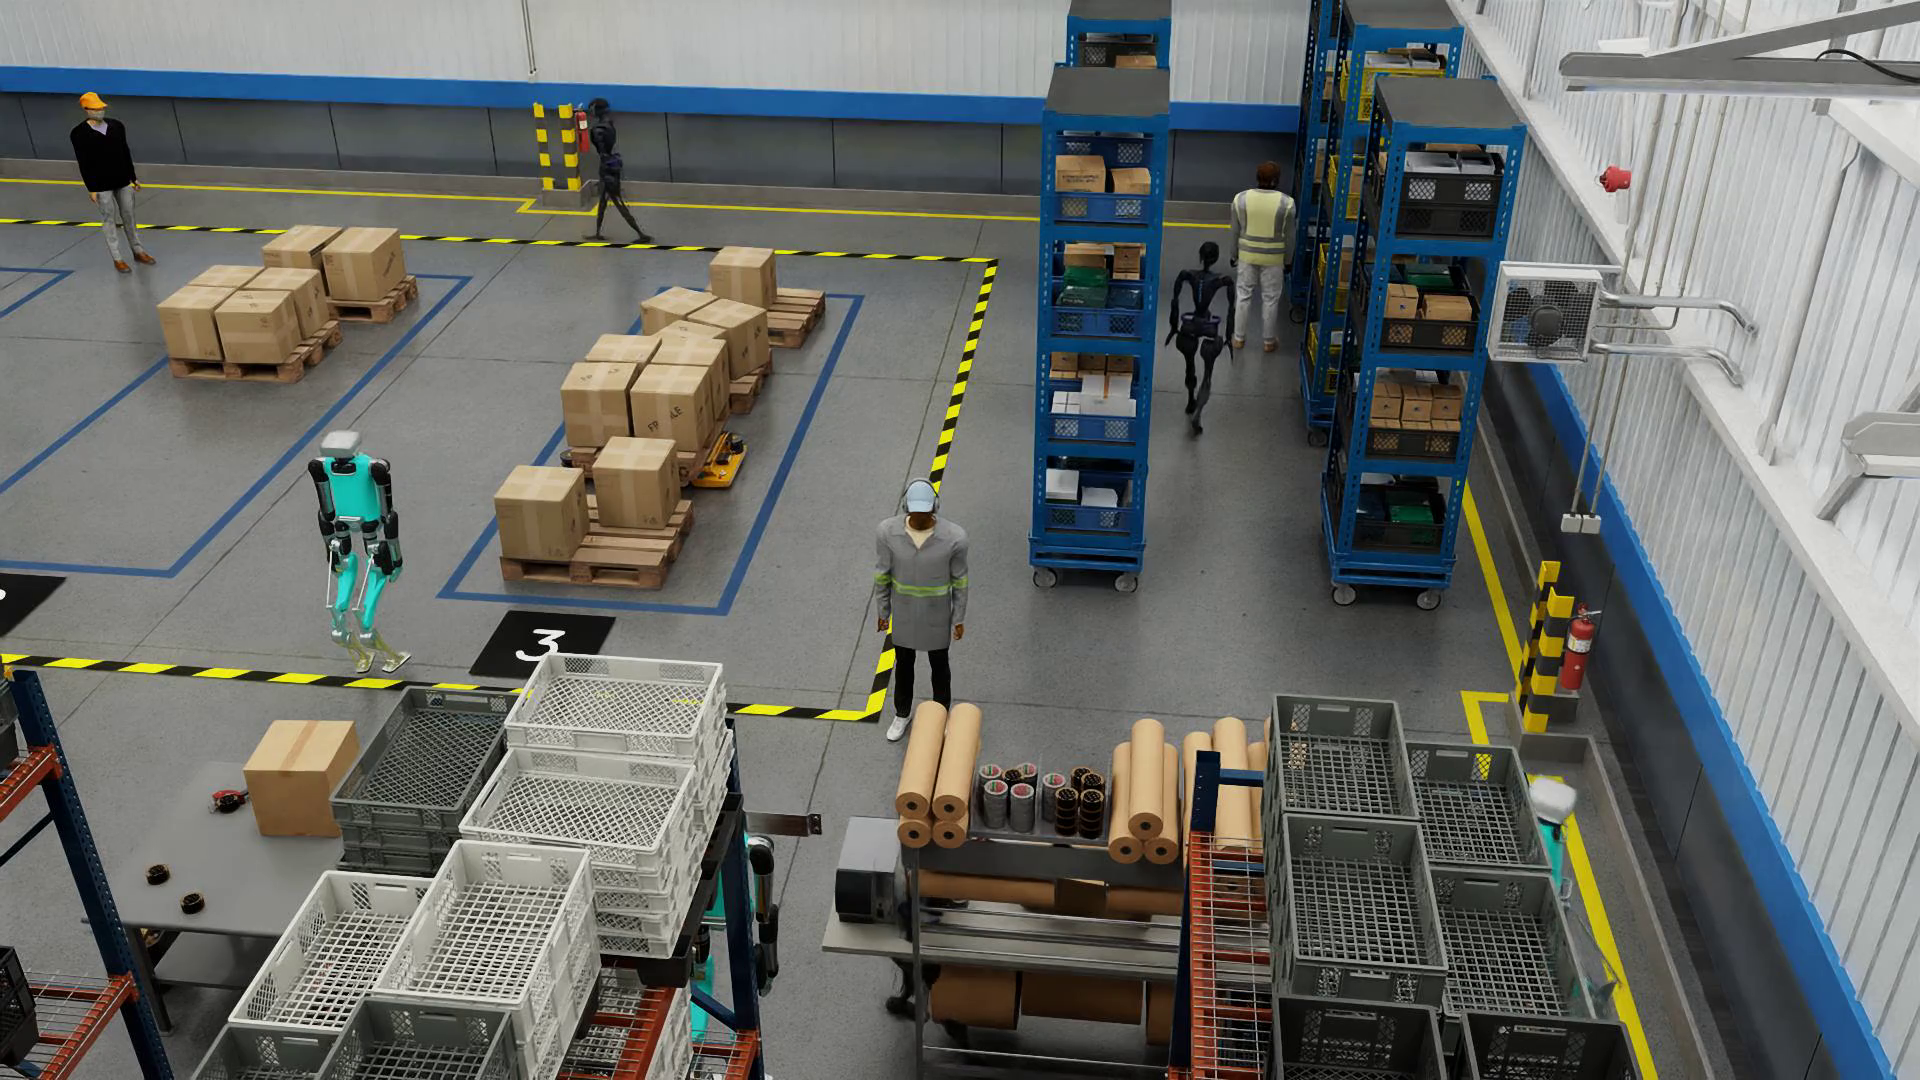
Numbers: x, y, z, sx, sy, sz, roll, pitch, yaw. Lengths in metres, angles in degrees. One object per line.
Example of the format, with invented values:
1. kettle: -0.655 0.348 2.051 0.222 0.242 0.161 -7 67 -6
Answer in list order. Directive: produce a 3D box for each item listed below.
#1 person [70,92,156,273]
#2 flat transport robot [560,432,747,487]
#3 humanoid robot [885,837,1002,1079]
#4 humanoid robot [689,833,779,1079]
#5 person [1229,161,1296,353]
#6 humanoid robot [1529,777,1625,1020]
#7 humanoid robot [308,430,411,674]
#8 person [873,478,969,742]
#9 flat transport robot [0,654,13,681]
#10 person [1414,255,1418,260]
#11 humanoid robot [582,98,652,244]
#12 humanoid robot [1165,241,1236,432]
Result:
1. person: -8.958 -3.780 17.561 0.362 1.884 0.585 18 35 28
2. flat transport robot: -2.554 -0.707 13.861 1.431 0.197 0.652 3 30 6
3. humanoid robot: -0.075 1.880 8.095 0.802 1.618 0.611 17 34 27
4. humanoid robot: -1.123 2.028 7.597 0.533 1.677 0.735 3 30 6
5. person: 2.842 -2.663 15.690 0.620 1.837 0.430 10 32 17
6. humanoid robot: 2.902 1.959 7.859 0.794 1.797 0.561 12 32 20
7. humanoid robot: -3.954 0.166 10.791 0.533 1.681 0.735 3 30 6
8. person: -0.245 0.448 10.330 0.591 1.852 0.369 4 30 7
9. flat transport robot: -7.142 0.969 11.010 1.431 0.231 0.659 3 30 6
10. person: 3.969 -2.637 15.545 0.627 1.938 0.373 3 30 6
11. humanoid robot: -3.851 -4.029 18.250 0.789 1.632 0.591 -2 30 -4
12. humanoid robot: 2.054 -1.767 14.335 0.615 1.638 0.702 10 32 16
